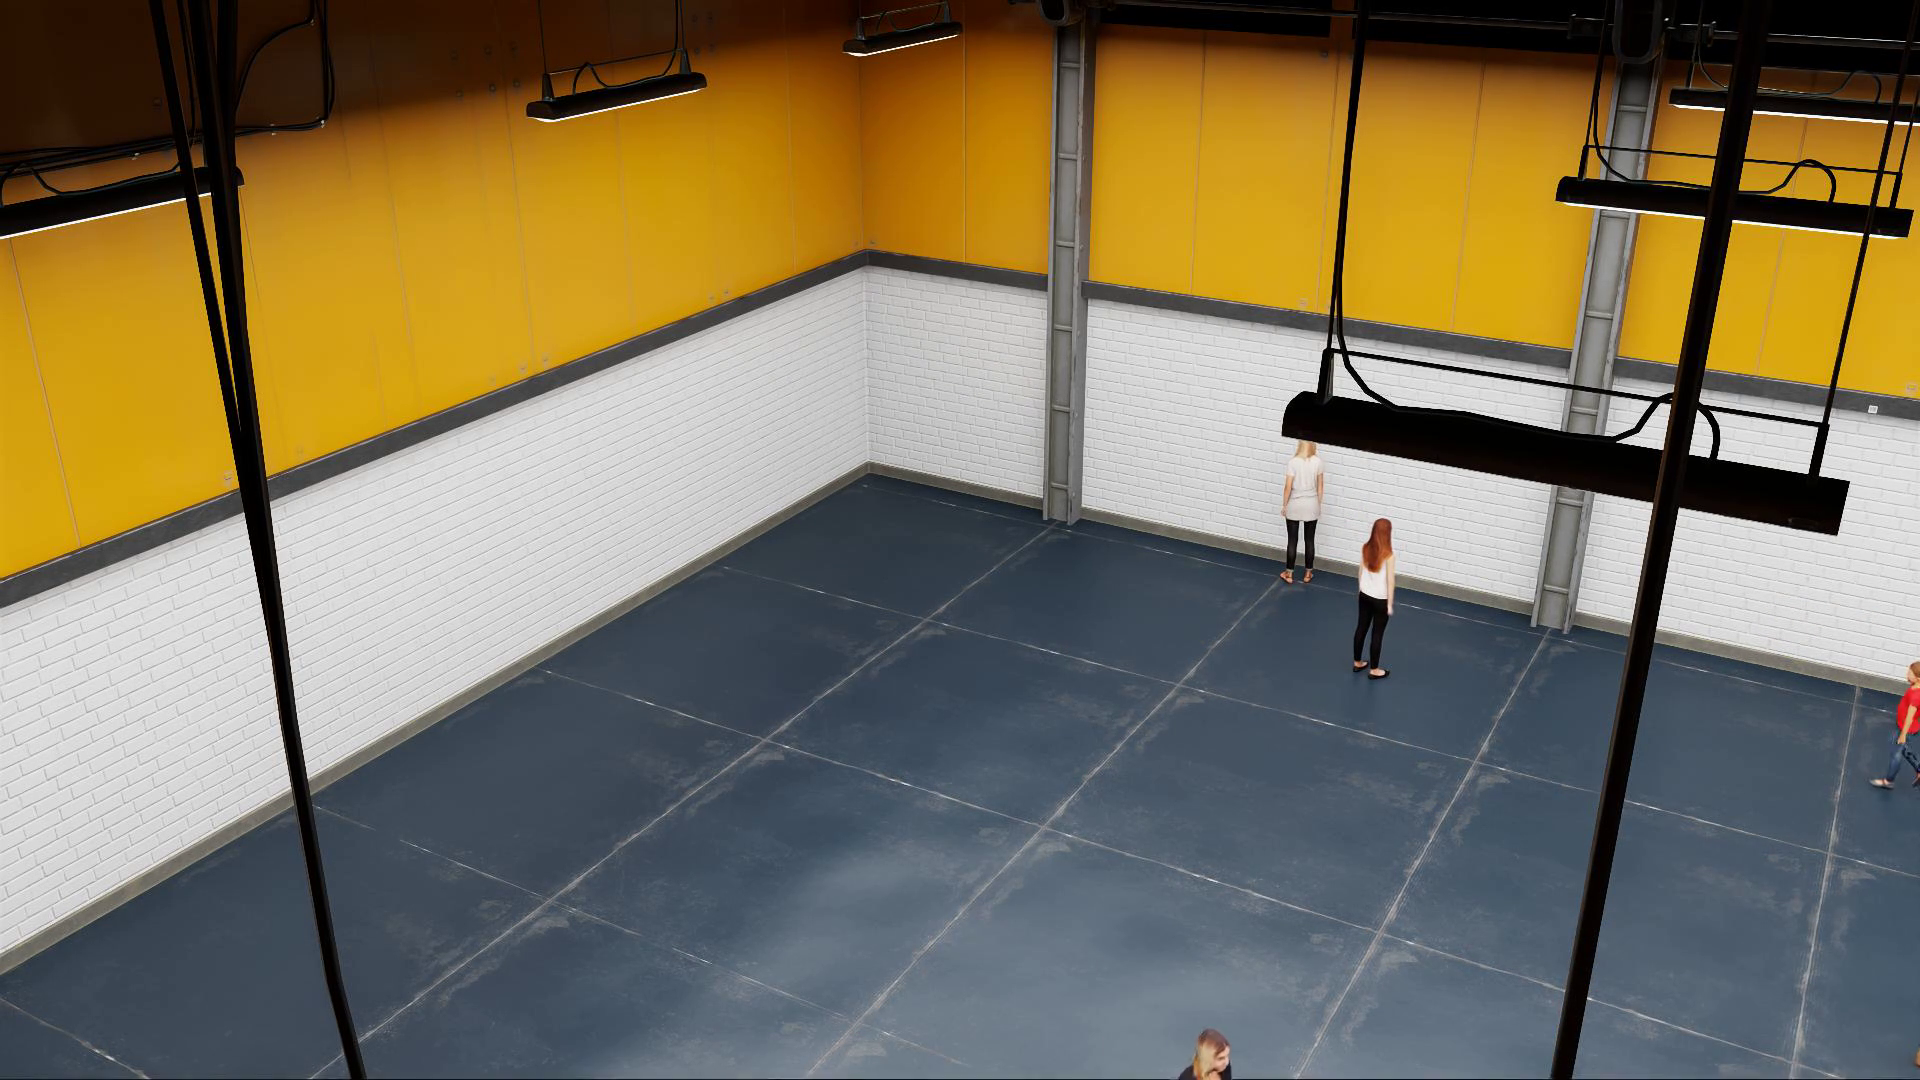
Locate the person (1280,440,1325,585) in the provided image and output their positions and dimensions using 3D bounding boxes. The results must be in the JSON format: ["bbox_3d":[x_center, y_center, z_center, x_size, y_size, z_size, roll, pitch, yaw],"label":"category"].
[{"bbox_3d":[3.895,-0.368,18.888,0.633,1.822,0.747,0,24,0],"label":"person"}]

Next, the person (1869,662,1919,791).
[{"bbox_3d":[8.525,1.681,14.851,0.678,1.302,0.495,14,27,28],"label":"person"}]

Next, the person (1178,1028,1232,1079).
[{"bbox_3d":[1.350,3.595,10.049,0.757,1.641,0.946,-20,30,-38],"label":"person"}]

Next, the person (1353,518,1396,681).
[{"bbox_3d":[4.194,0.584,16.836,0.701,1.722,0.576,-16,28,-32],"label":"person"}]
